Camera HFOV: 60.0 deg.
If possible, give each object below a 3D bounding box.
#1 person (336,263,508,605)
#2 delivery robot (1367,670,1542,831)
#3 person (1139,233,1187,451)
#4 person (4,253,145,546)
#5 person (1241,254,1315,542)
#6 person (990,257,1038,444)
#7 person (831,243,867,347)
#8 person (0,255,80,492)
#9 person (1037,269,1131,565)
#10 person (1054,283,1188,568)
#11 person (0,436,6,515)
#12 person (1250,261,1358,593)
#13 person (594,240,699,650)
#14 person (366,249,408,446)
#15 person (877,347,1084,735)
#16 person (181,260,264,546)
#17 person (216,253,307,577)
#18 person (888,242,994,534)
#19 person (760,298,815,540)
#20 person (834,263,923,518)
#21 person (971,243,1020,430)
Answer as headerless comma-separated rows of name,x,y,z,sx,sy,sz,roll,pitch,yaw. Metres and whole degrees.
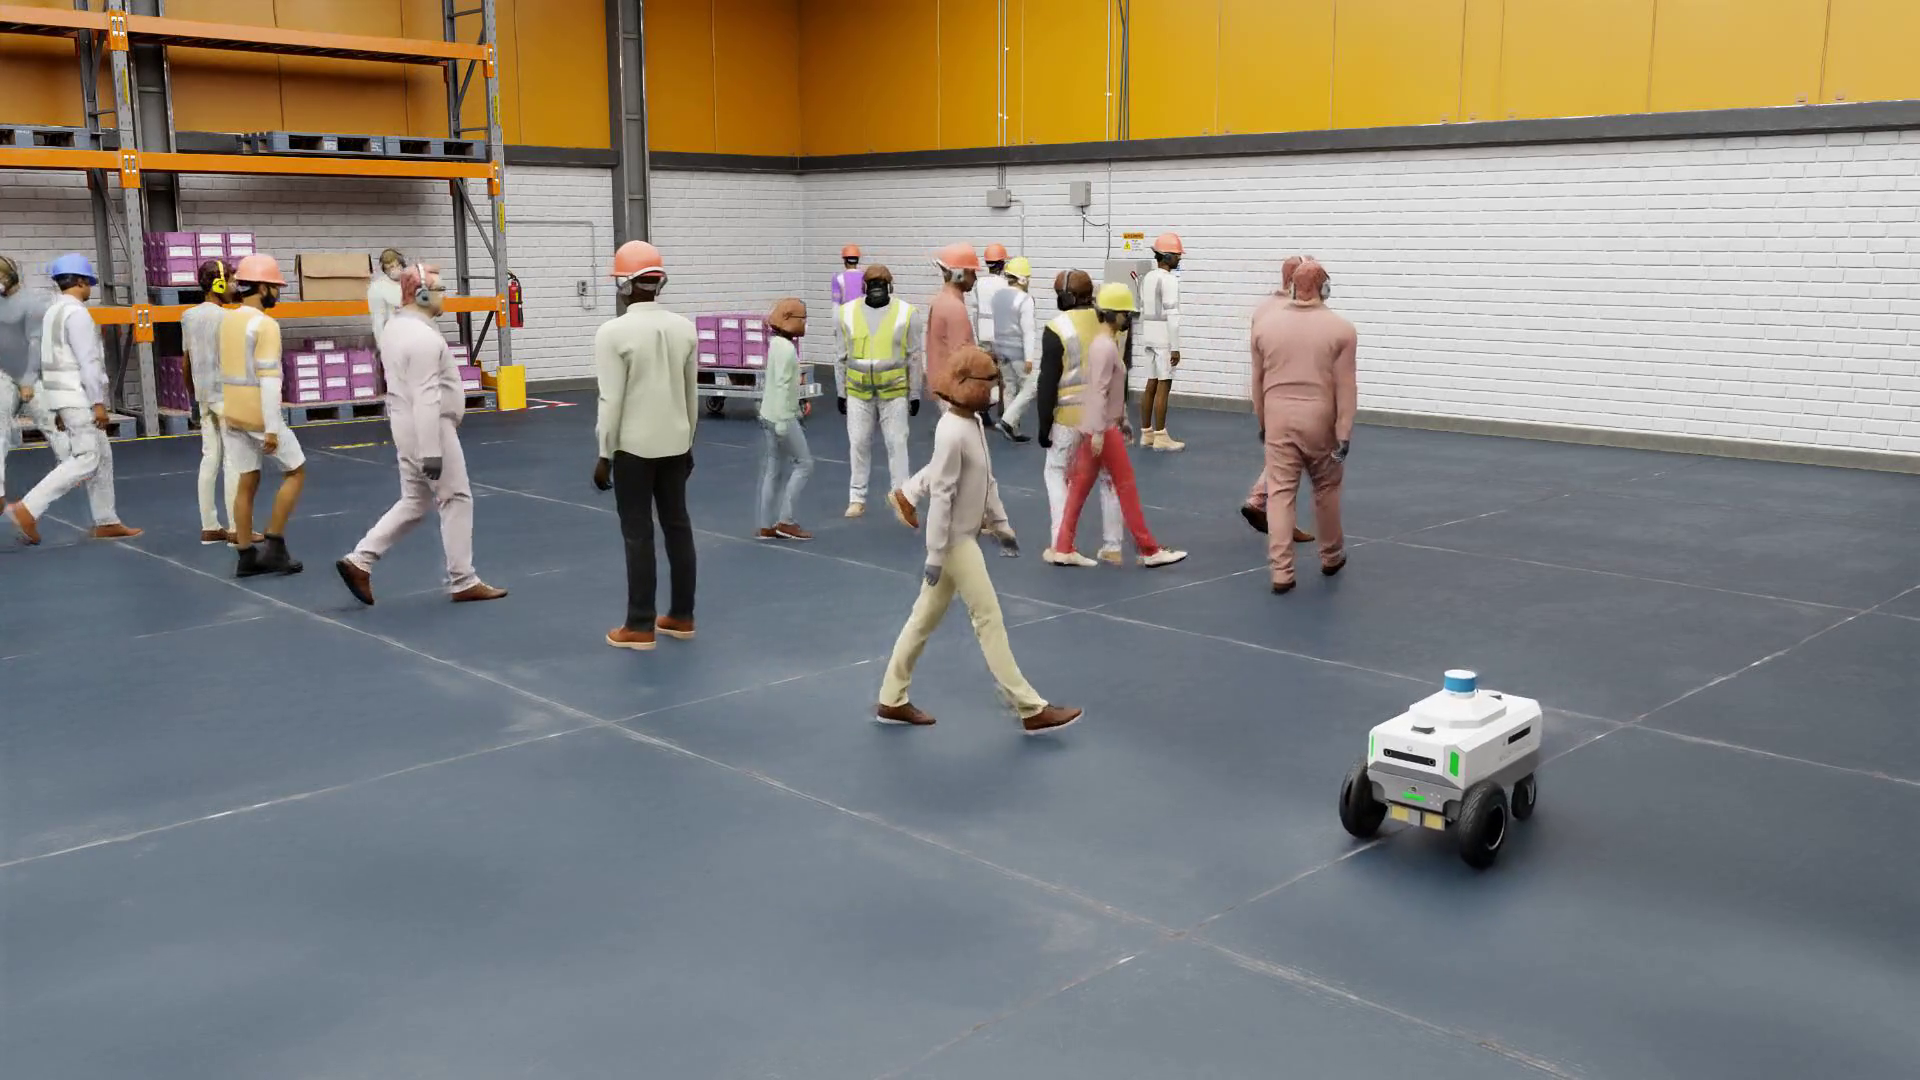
person,-2.956,-0.558,9.027,0.812,1.878,0.652,-7,13,-34
delivery robot,1.679,0.683,5.620,0.477,0.478,0.707,9,14,40
person,1.930,-1.861,15.688,0.391,2.040,0.615,-4,11,-19
person,-5.819,-0.895,10.797,0.751,1.912,0.633,-8,13,-37
person,2.183,-0.916,10.930,0.423,1.894,0.672,-4,11,-23
person,0.523,-1.802,15.993,0.448,1.817,0.594,-8,13,-37
person,-1.305,-2.661,20.397,0.567,1.921,0.465,-2,11,-12
person,-7.230,-1.228,12.699,0.688,1.869,1.009,5,11,23
person,0.759,-0.739,10.201,0.631,1.826,0.433,-6,12,-28
person,0.972,-0.672,10.048,0.862,1.725,0.543,0,10,2
person,-4.816,-0.254,7.845,0.550,1.707,0.957,-5,11,-24
person,2.013,-0.664,9.640,0.645,1.862,0.953,5,11,24
person,-1.543,-0.461,8.181,0.389,1.993,0.617,8,13,38
person,-5.363,-1.858,16.104,0.403,1.900,0.797,6,12,29
person,0.051,0.011,6.743,0.888,1.581,0.511,1,10,7
person,-4.834,-0.890,10.884,0.526,1.863,0.324,5,11,24
person,-4.155,-0.725,9.862,0.542,1.917,0.476,6,12,31
person,-0.090,-0.991,11.118,0.713,1.977,0.630,-1,10,-7
person,-1.133,-0.788,11.005,0.471,1.613,0.531,-3,11,-14
person,-0.583,-1.051,11.887,0.638,1.832,0.432,2,10,8
person,0.376,-2.122,17.382,0.544,1.943,0.347,9,14,40
